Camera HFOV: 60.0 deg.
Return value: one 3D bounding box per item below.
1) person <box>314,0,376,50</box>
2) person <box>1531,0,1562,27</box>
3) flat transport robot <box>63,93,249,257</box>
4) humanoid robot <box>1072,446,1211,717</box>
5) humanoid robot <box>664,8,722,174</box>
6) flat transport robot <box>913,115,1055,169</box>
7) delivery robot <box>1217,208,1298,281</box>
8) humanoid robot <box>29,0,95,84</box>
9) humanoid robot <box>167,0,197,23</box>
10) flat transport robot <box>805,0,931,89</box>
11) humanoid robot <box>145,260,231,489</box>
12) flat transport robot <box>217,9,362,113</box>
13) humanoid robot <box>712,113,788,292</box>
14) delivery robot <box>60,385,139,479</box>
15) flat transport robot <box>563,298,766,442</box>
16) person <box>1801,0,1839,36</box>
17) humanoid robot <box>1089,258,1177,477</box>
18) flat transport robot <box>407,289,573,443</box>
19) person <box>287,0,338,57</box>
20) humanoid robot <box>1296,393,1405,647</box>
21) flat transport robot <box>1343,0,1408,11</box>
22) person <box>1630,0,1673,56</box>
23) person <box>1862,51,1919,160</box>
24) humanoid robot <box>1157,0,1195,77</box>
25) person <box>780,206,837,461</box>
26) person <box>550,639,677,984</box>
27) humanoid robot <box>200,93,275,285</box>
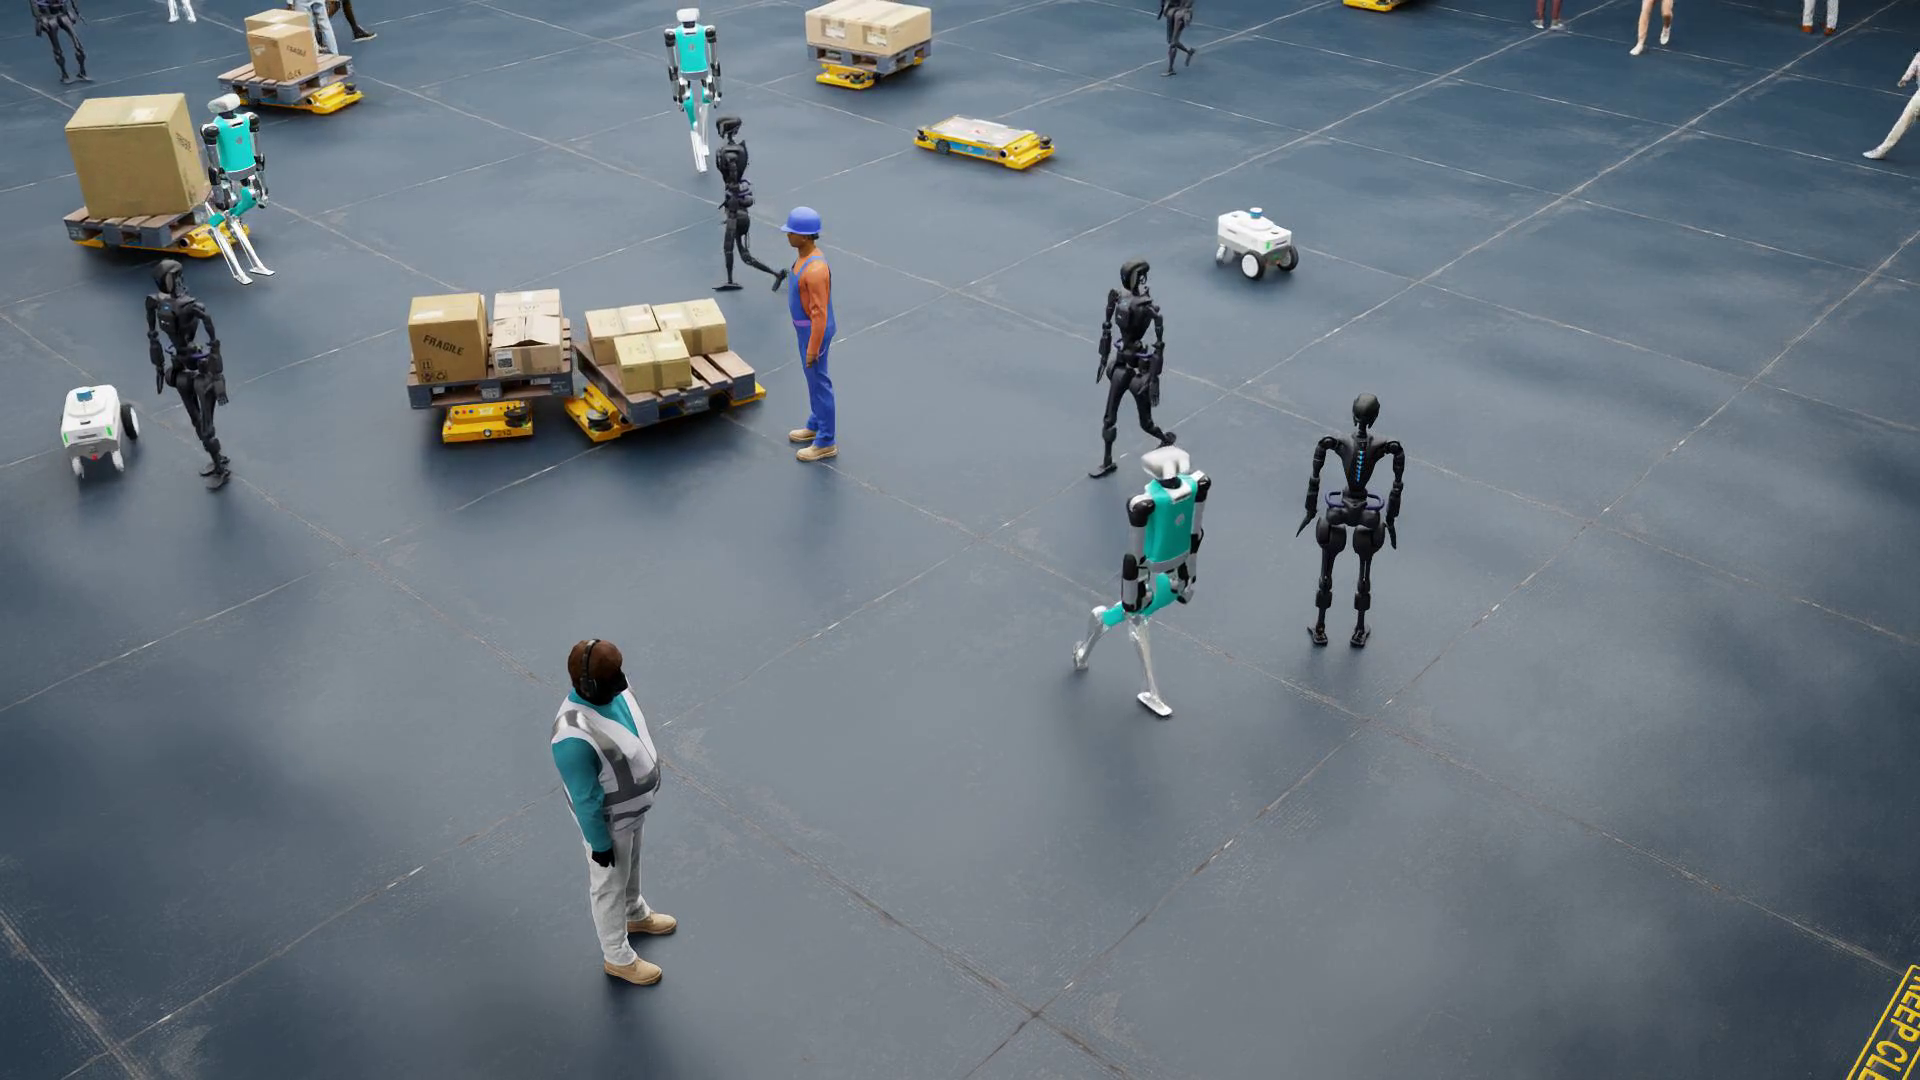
[{"bbox_3d":[-8.118,-7.311,21.348,0.947,1.930,0.605,-27,41,-36],"label":"person"},{"bbox_3d":[7.897,-7.798,22.280,0.599,1.780,0.384,9,33,14],"label":"person"},{"bbox_3d":[-7.654,-2.953,15.909,1.431,0.231,0.659,7,33,11],"label":"flat transport robot"},{"bbox_3d":[0.947,0.165,9.532,0.547,1.806,0.908,-20,37,-29],"label":"humanoid robot"},{"bbox_3d":[-2.776,-4.734,17.430,0.550,1.766,1.034,-6,32,-9],"label":"humanoid robot"},{"bbox_3d":[0.257,-4.351,18.161,1.431,0.231,0.659,20,37,29],"label":"flat transport robot"},{"bbox_3d":[2.708,-2.756,15.309,0.520,0.582,0.749,-20,37,-29],"label":"delivery robot"},{"bbox_3d":[-10.866,-6.323,20.005,0.378,1.641,0.597,26,40,35],"label":"humanoid robot"},{"bbox_3d":[-10.699,-7.859,22.414,0.537,1.785,0.707,-10,33,-16],"label":"humanoid robot"},{"bbox_3d":[-1.105,-5.893,20.644,0.659,0.231,1.431,18,36,26],"label":"flat transport robot"},{"bbox_3d":[-5.433,-1.179,11.717,0.591,1.647,0.394,8,33,13],"label":"humanoid robot"},{"bbox_3d":[-7.889,-5.288,19.669,1.431,0.231,0.659,10,33,15],"label":"flat transport robot"},{"bbox_3d":[-1.897,-2.952,14.584,0.648,1.635,0.602,-5,32,-8],"label":"humanoid robot"},{"bbox_3d":[-6.378,-0.850,12.241,0.499,0.583,0.775,-11,34,-18],"label":"delivery robot"},{"bbox_3d":[-2.307,-1.141,12.991,1.431,0.231,0.659,-18,36,-27],"label":"flat transport robot"},{"bbox_3d":[11.486,-7.592,21.925,0.582,1.810,0.455,22,38,31],"label":"person"},{"bbox_3d":[1.272,-1.245,11.874,0.742,1.653,0.611,-25,40,-34],"label":"humanoid robot"},{"bbox_3d":[-3.645,-1.199,13.085,0.659,0.231,1.431,-6,32,-10],"label":"flat transport robot"},{"bbox_3d":[-7.979,-6.680,20.351,0.379,1.914,0.589,22,38,31],"label":"person"},{"bbox_3d":[2.343,-0.122,10.003,0.599,1.657,0.315,5,32,9],"label":"humanoid robot"},{"bbox_3d":[6.120,-7.823,23.752,0.659,0.231,1.431,24,39,34],"label":"flat transport robot"},{"bbox_3d":[8.948,-7.152,21.168,0.538,1.854,0.717,22,38,31],"label":"person"},{"bbox_3d":[10.260,-4.816,17.597,0.909,1.639,0.466,3,32,5],"label":"person"},{"bbox_3d":[2.732,-6.549,20.382,0.609,1.643,0.601,-19,37,-28],"label":"humanoid robot"},{"bbox_3d":[-1.077,-1.490,12.000,0.363,1.910,0.513,-7,32,-11],"label":"person"},{"bbox_3d":[-1.584,1.230,7.684,0.429,1.844,0.625,3,32,5],"label":"person"},{"bbox_3d":[-6.452,-3.116,14.650,0.735,1.681,0.533,19,37,28],"label":"humanoid robot"}]
